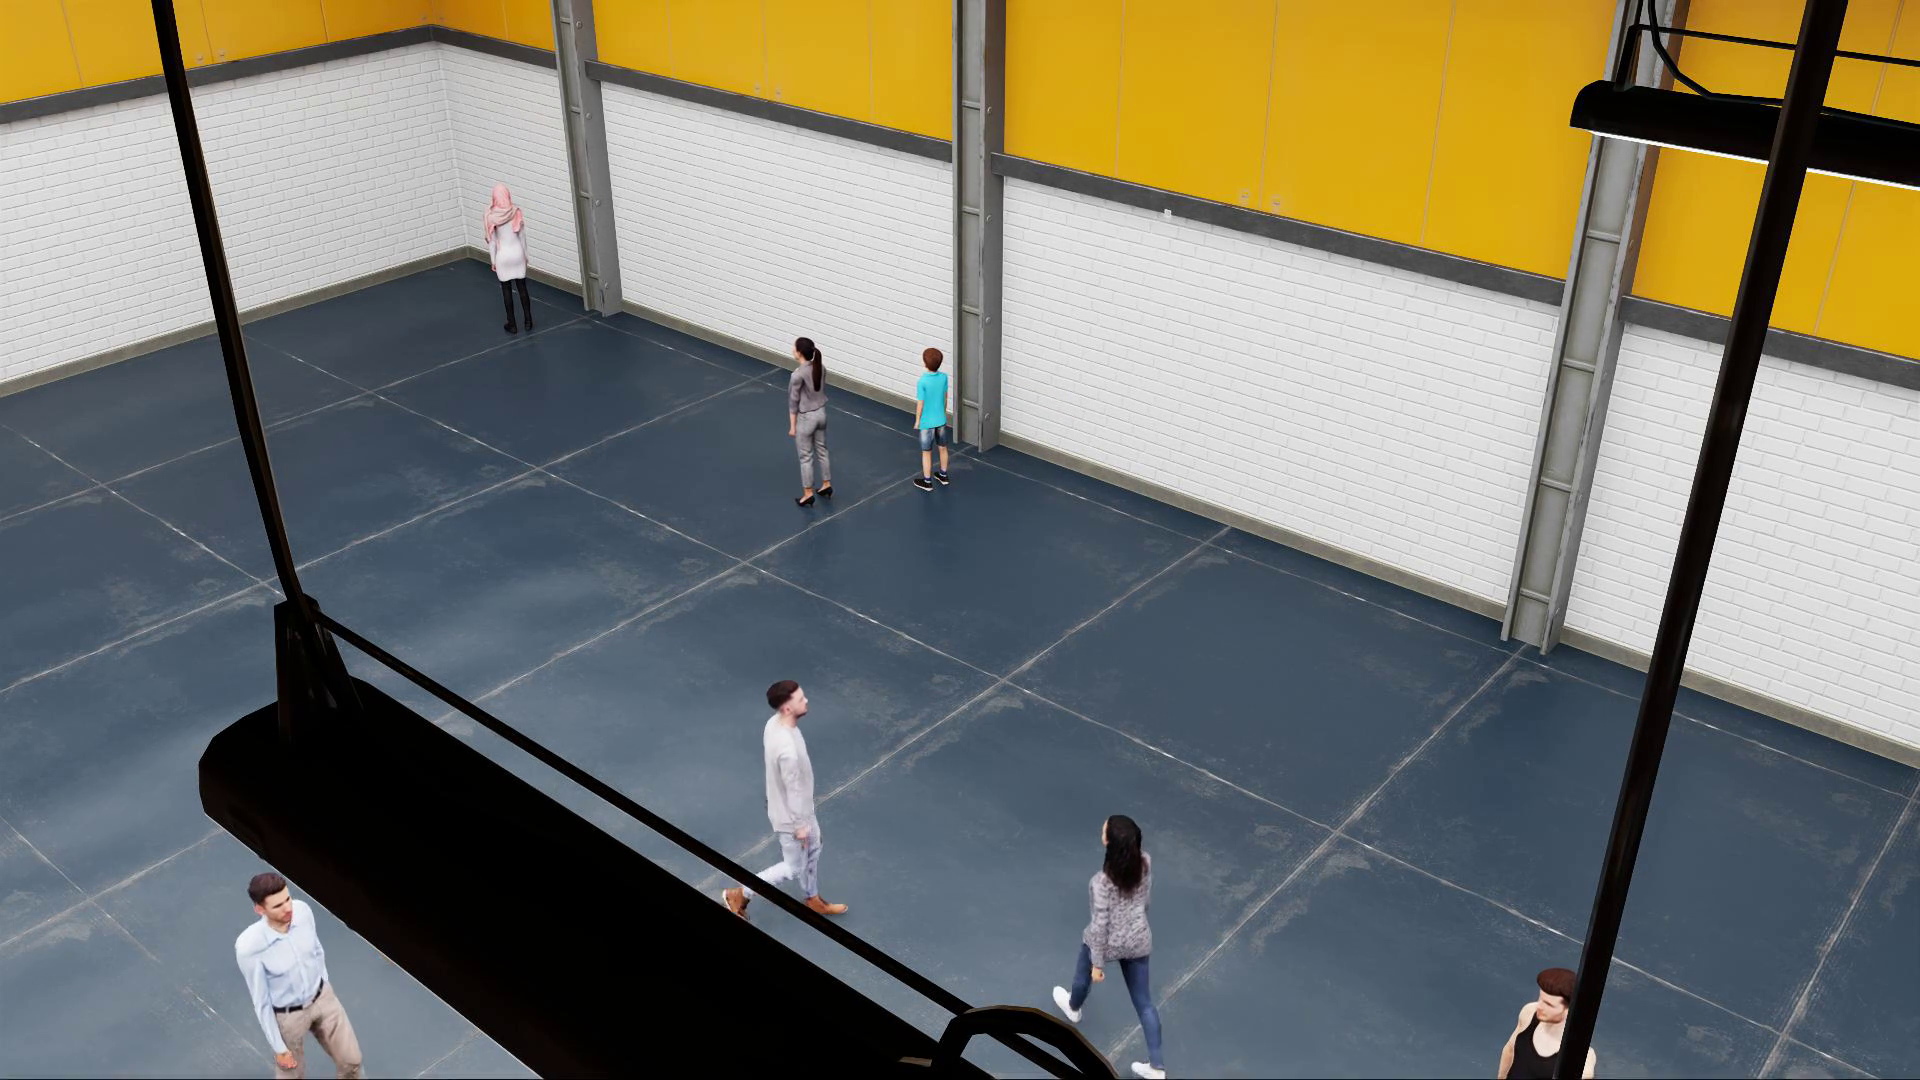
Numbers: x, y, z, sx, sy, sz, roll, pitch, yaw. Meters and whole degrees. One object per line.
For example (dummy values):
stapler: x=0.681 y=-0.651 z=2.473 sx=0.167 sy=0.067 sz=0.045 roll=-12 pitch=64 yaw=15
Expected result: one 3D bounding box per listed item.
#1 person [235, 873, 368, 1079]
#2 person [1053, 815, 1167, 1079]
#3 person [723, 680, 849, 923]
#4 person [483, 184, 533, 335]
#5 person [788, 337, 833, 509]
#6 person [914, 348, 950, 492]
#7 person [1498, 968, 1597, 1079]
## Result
person: x=-3.618 y=2.499 z=8.935 sx=1.004 sy=1.825 sz=0.737 roll=17 pitch=33 yaw=29
person: x=0.950 y=2.332 z=9.391 sx=0.894 sy=1.682 sz=1.273 roll=-17 pitch=33 yaw=-29
person: x=-1.133 y=1.692 z=10.418 sx=1.126 sy=1.822 sz=1.087 roll=-3 pitch=29 yaw=-6
person: x=-5.317 y=-3.331 z=19.644 sx=0.709 sy=1.804 sz=0.708 roll=-16 pitch=32 yaw=-26
person: x=-1.416 y=-1.121 z=15.729 sx=0.571 sy=1.673 sz=0.611 roll=20 pitch=34 yaw=32
person: x=-0.261 y=-1.185 z=16.081 sx=0.556 sy=1.449 sz=0.539 roll=-21 pitch=35 yaw=-33
person: x=2.830 y=2.853 z=8.215 sx=0.828 sy=1.892 sz=0.694 roll=-11 pitch=31 yaw=-20
